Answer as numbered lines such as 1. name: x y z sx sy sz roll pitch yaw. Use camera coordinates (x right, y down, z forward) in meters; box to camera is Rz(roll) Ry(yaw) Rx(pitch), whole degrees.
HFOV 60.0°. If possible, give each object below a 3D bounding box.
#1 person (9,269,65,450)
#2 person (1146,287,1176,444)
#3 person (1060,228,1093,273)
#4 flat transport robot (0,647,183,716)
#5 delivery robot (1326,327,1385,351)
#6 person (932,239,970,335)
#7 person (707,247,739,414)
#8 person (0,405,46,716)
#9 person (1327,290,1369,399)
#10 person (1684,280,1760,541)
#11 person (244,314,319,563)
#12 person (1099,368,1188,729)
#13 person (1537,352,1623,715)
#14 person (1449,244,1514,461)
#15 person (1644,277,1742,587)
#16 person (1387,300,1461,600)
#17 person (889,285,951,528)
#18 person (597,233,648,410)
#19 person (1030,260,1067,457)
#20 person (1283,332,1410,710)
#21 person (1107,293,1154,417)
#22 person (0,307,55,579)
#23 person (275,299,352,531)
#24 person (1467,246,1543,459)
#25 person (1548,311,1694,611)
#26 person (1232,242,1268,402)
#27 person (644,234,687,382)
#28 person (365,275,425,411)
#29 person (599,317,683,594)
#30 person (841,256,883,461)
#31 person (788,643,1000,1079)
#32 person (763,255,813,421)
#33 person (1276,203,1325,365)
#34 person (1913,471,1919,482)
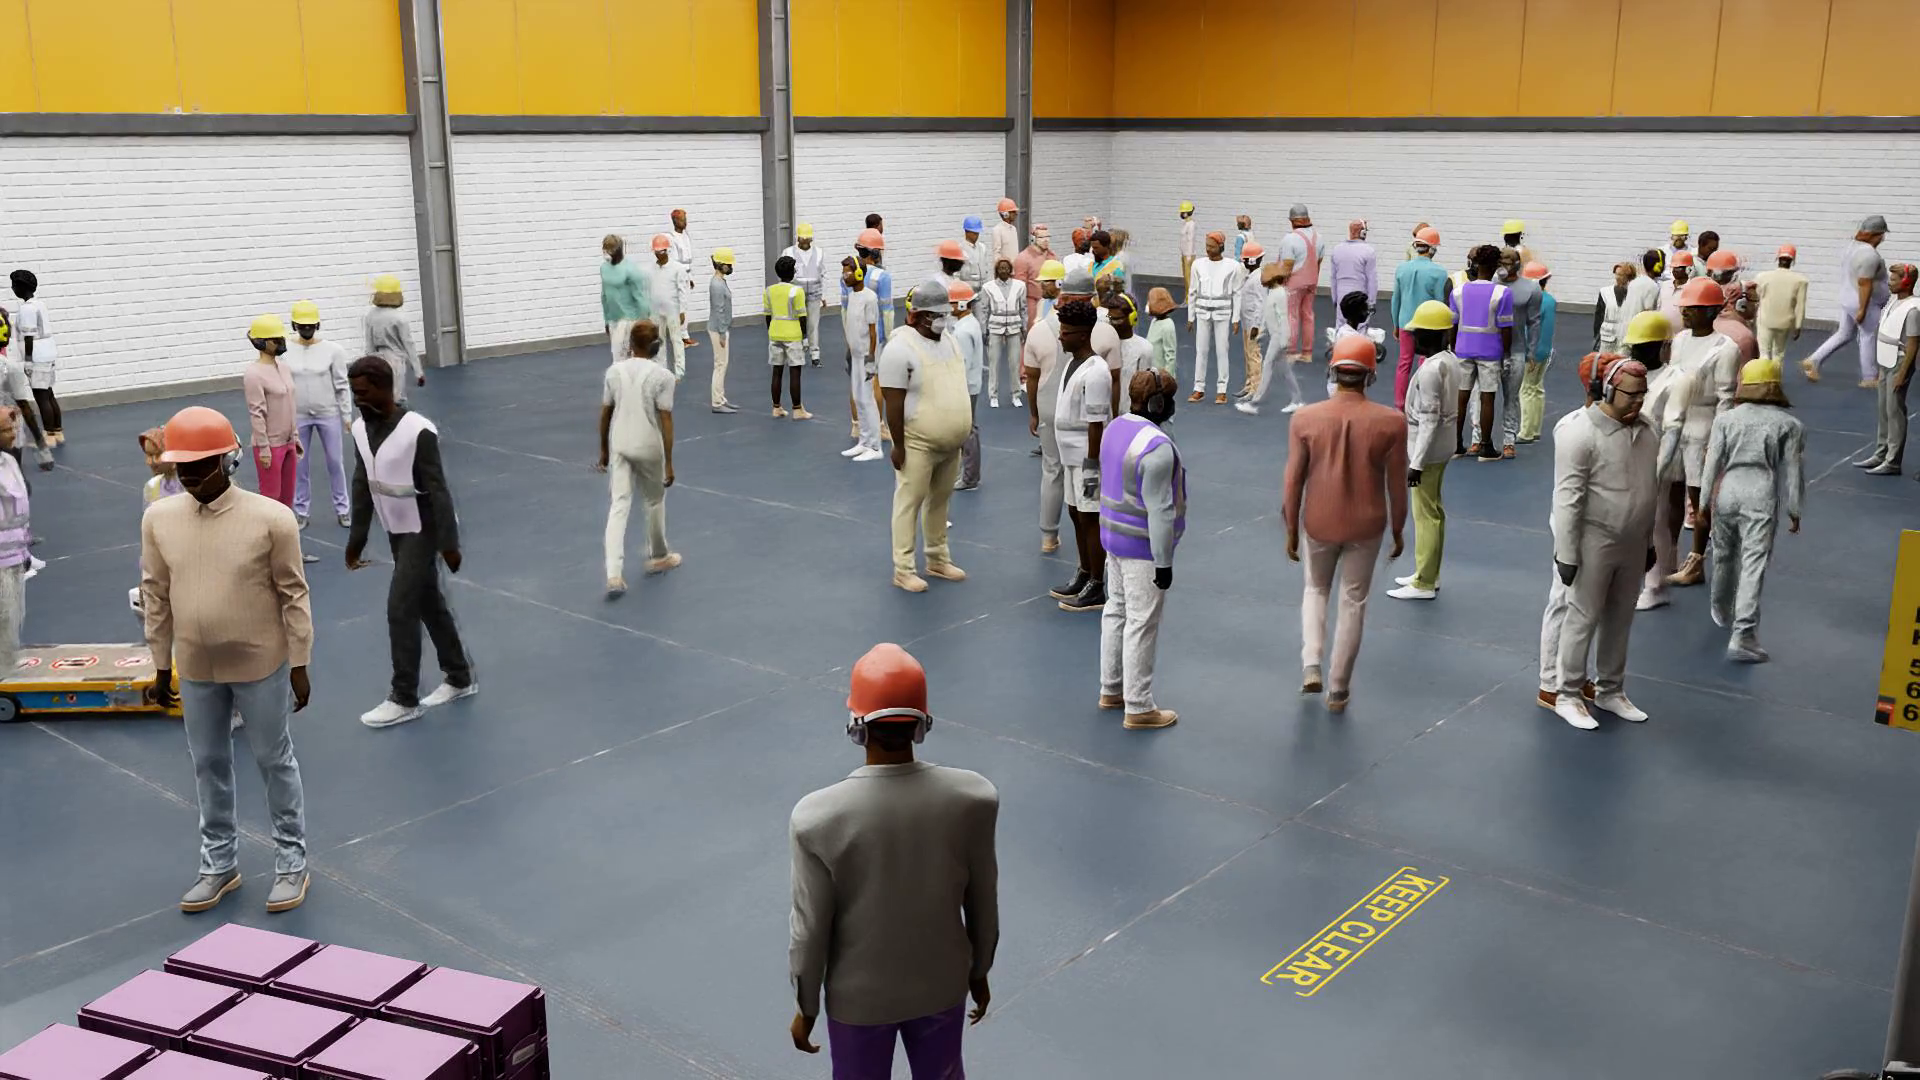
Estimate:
1. person: -8.721 -1.710 15.730 0.319 1.686 0.539 -4 15 -15
2. person: 1.741 -1.391 14.558 0.266 1.631 0.507 -3 14 -10
3. person: 1.325 -2.534 18.621 0.359 1.882 0.575 -9 17 -32
4. flat transport robot: -4.592 0.737 8.817 1.431 0.197 0.652 -1 14 -2
5. delivery robot: 5.092 -2.616 21.439 0.707 0.478 0.477 1 14 3
6. person: -0.102 -2.016 16.484 0.426 1.922 0.552 5 15 18
7. person: -2.505 -2.213 17.603 0.342 1.756 0.532 -2 14 -6
8. person: -4.966 0.111 8.581 0.372 1.627 0.553 -2 14 -9
9. person: 3.173 -1.194 13.640 0.322 1.696 0.536 3 14 10
10. person: 5.661 -0.955 12.263 0.407 1.906 0.655 -1 14 -3
11. person: -4.651 -0.655 11.345 0.304 1.772 0.525 1 14 3
12. person: 0.928 0.037 8.459 0.431 1.835 0.623 -5 15 -18
13. person: 3.250 -0.033 8.625 0.578 1.884 0.353 -13 19 -43
14. person: 4.721 -1.693 15.104 0.607 1.960 0.367 11 18 38
15. person: 4.823 -0.712 11.011 0.378 2.045 0.605 -4 15 -15
16. person: 2.994 -0.570 10.678 0.359 1.930 0.586 7 15 25
17. person: -0.305 -0.985 12.477 0.510 1.862 0.320 -7 16 -26
18. person: -3.543 -2.368 17.945 0.648 1.900 0.863 14 19 43
19. person: 0.870 -1.623 15.105 0.404 1.824 0.605 -9 17 -31
20. person: 2.013 -0.092 8.658 0.629 1.975 0.441 5 15 18
21. person: 1.144 -0.817 11.801 0.329 1.865 0.514 -11 18 -37
22. person: -6.321 -0.641 11.119 0.539 1.846 0.634 5 15 20
23. person: -4.837 -0.925 12.467 0.537 1.756 0.379 -4 15 -16
24. person: 4.962 -1.713 15.229 0.638 1.935 0.357 6 15 22
25. person: 4.144 -0.453 10.281 0.858 1.892 0.593 -8 16 -28
26. person: 3.210 -2.404 18.373 0.332 1.745 0.573 0 14 0
27. person: -3.505 -2.745 19.744 0.566 1.744 0.349 5 15 19
28. person: -5.078 -1.531 14.989 0.505 1.687 0.915 8 16 30
29. person: -2.137 -0.567 10.953 0.597 1.795 0.979 4 15 14
30. person: -0.903 -1.653 15.169 0.327 1.857 0.520 -7 16 -27
31. person: -0.177 1.116 4.295 0.571 1.749 0.343 -6 15 -21
32. person: -1.782 -2.078 17.173 0.531 1.698 0.320 9 16 31
33. person: 4.281 -3.275 21.262 0.688 2.000 0.536 -10 17 -35
34. person: 8.442 -1.415 14.060 0.546 1.928 0.382 4 14 14
